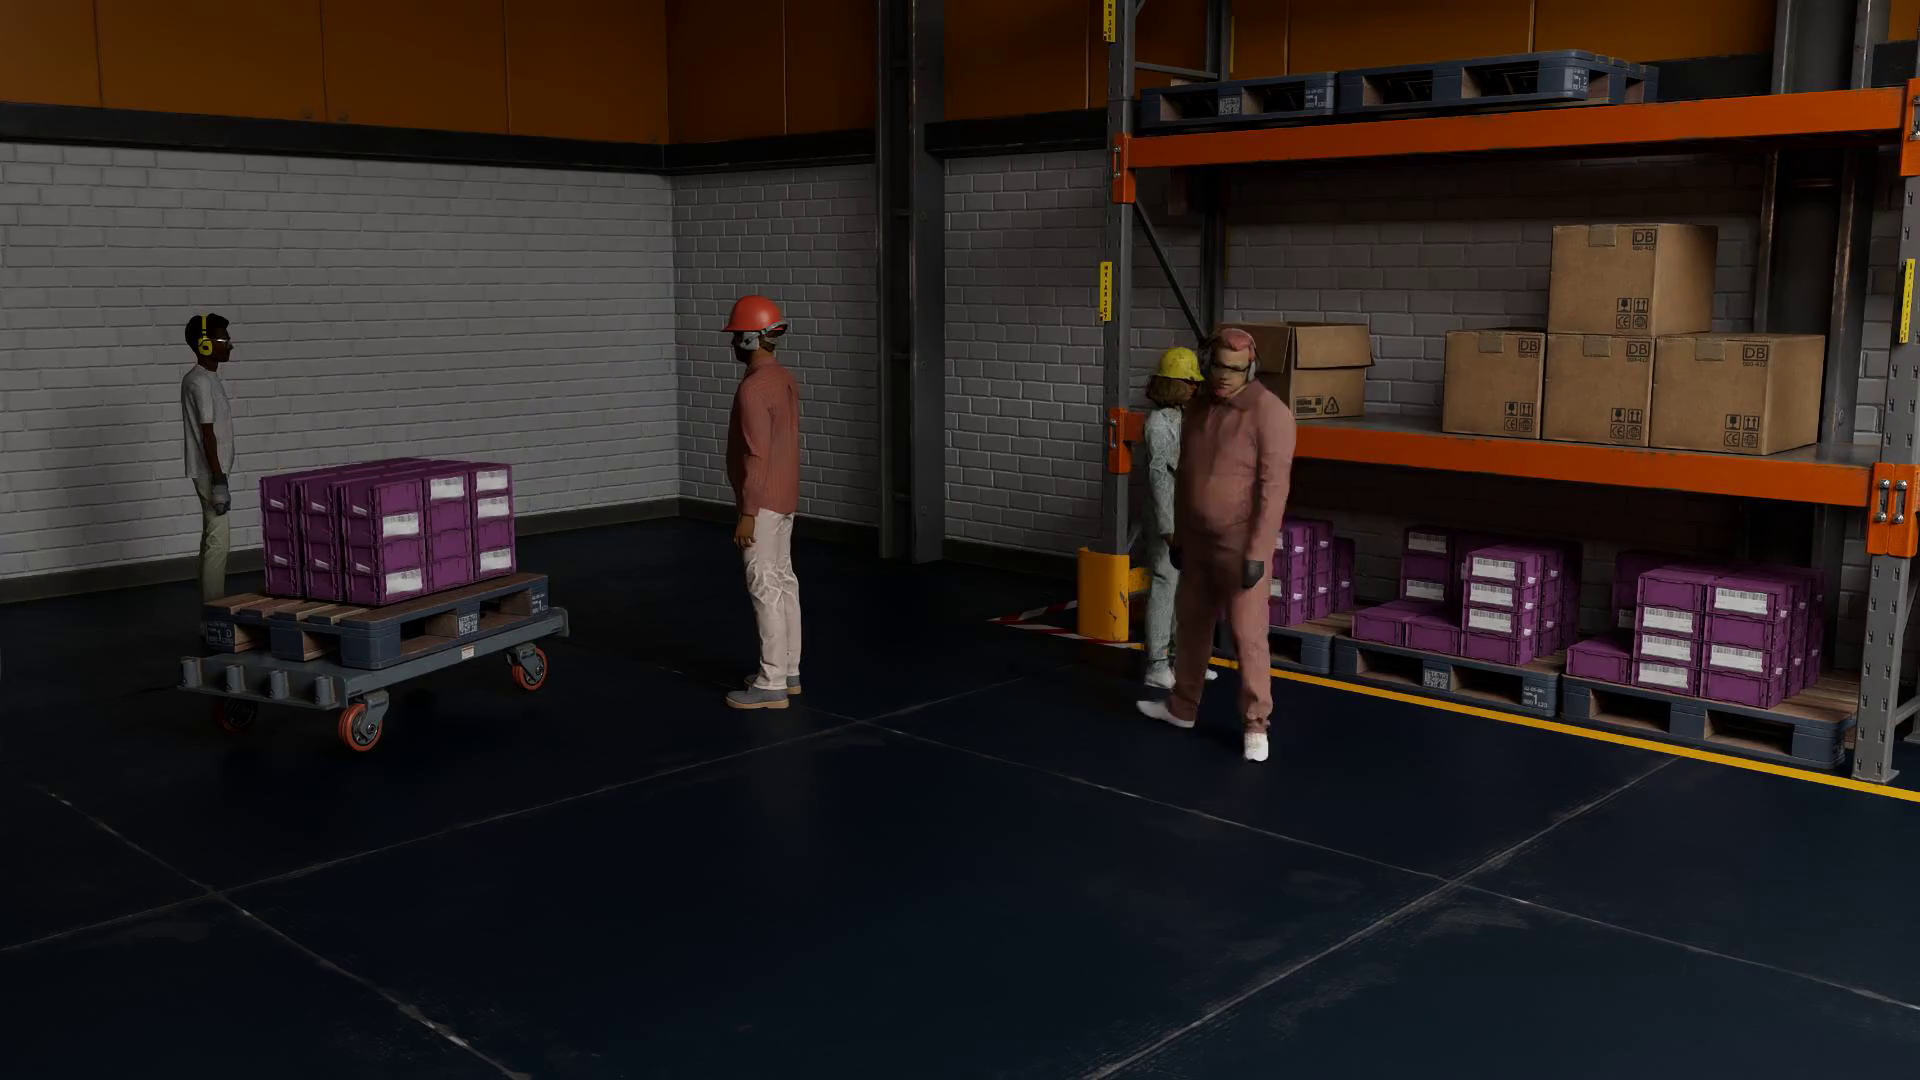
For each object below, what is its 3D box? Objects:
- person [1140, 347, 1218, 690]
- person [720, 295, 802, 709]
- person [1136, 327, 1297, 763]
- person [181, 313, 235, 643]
[{"bbox_3d":[1.088,-0.105,8.403,0.339,1.734,0.519,5,11,29],"label":"person"},{"bbox_3d":[-0.961,-0.182,8.066,0.388,1.992,0.625,2,9,11],"label":"person"},{"bbox_3d":[1.101,-0.005,7.377,0.393,1.878,0.885,-6,11,-33],"label":"person"},{"bbox_3d":[-4.221,-0.345,9.453,0.326,1.871,0.520,-5,11,-29],"label":"person"}]
